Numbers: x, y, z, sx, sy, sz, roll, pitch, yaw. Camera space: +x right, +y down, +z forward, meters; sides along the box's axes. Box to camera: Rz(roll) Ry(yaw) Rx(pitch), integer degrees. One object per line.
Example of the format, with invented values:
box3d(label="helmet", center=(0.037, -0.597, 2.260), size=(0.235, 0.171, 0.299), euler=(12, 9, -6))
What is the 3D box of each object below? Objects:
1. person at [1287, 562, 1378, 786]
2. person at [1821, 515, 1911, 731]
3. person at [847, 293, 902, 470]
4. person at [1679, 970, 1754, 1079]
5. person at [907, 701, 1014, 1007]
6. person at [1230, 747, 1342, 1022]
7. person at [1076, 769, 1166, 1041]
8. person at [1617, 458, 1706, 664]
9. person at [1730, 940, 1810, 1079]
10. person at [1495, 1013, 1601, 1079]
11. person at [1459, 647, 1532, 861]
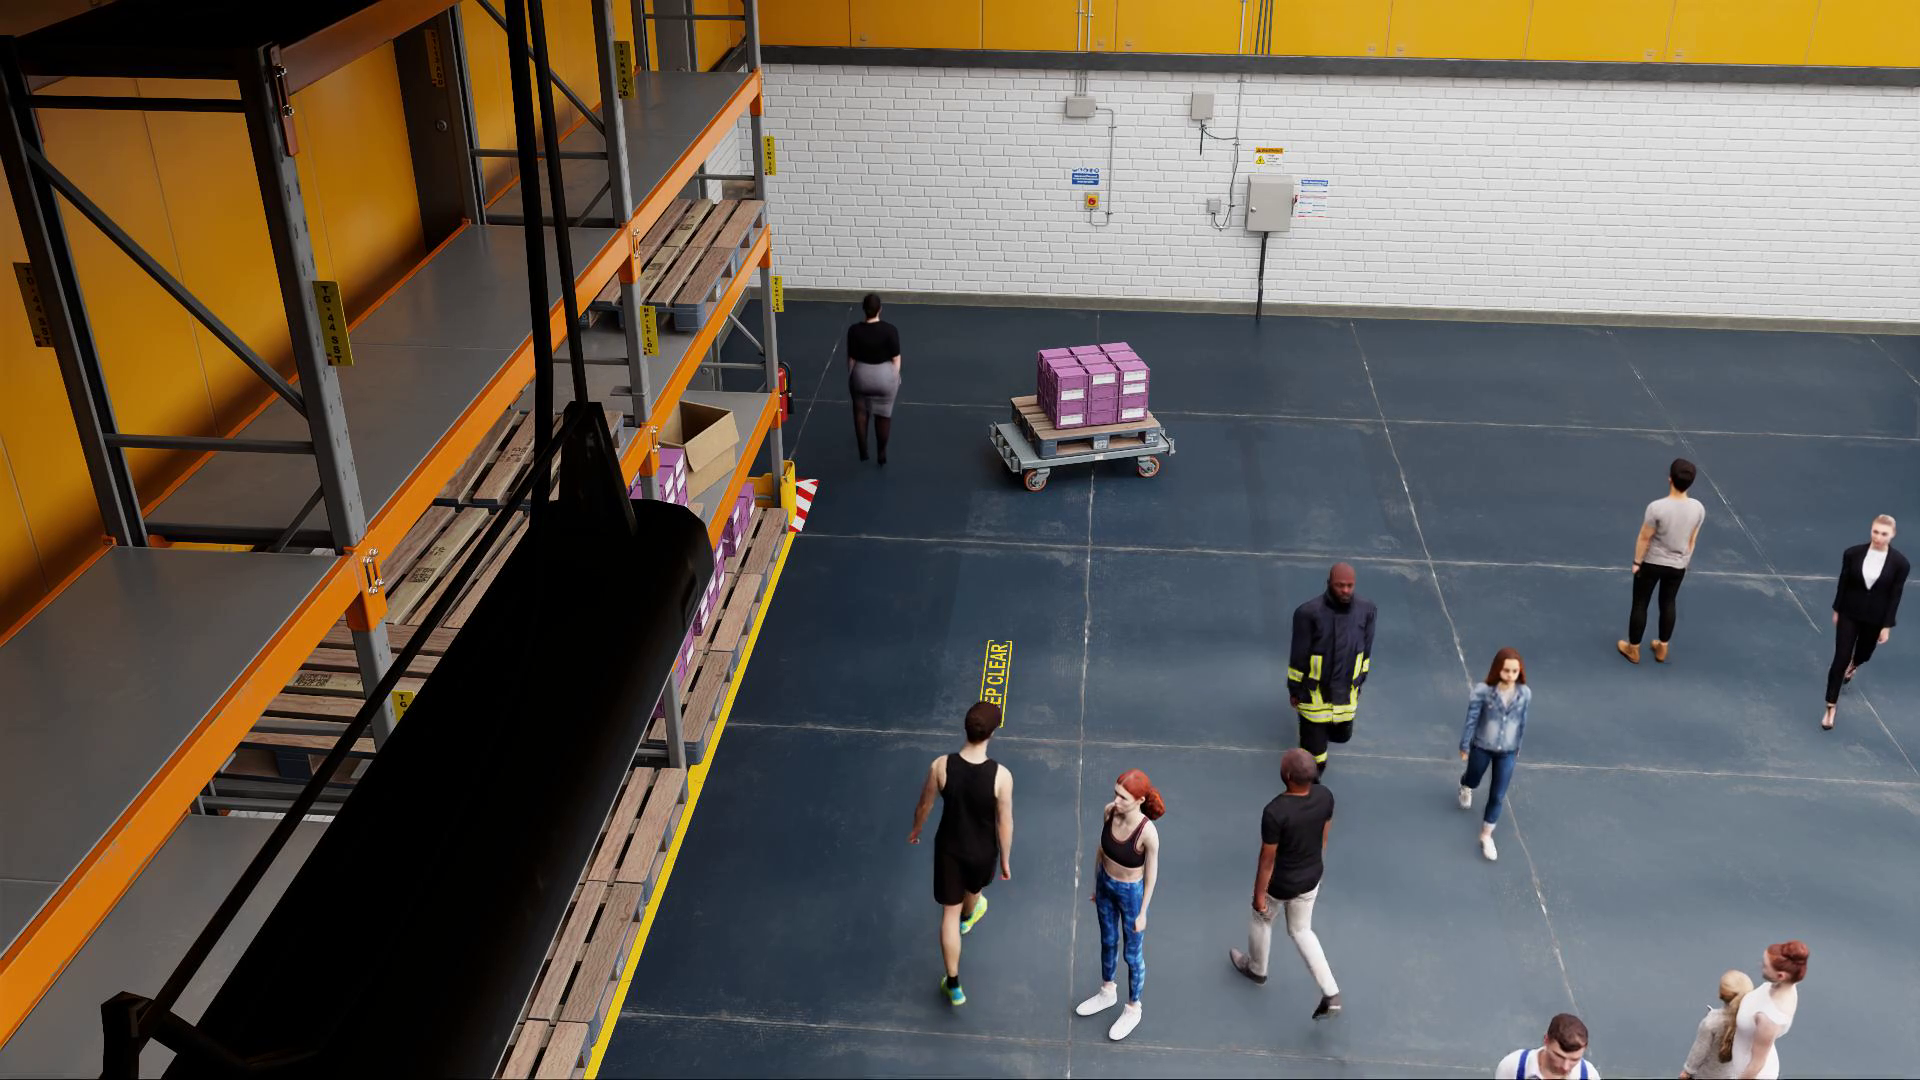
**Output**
box3d(label="person", center=(2.515, 0.893, 11.508), size=(0.799, 1.806, 0.960), euler=(-1, 29, -2))
box3d(label="person", center=(6.665, 0.565, 12.252), size=(0.918, 1.668, 1.169), euler=(16, 33, 27))
box3d(label="person", center=(-0.824, -1.473, 15.905), size=(0.657, 1.748, 0.678), euler=(3, 29, 5))
box3d(label="person", center=(3.936, 2.753, 8.651), size=(0.566, 1.277, 0.590), euler=(-5, 29, -10))
box3d(label="person", center=(0.026, 1.862, 9.701), size=(0.844, 1.835, 1.195), euler=(2, 29, 5))
box3d(label="person", center=(1.928, 2.002, 9.503), size=(1.033, 1.779, 1.200), euler=(-15, 32, -25))
box3d(label="person", center=(0.922, 2.041, 9.425), size=(0.750, 1.785, 0.692), euler=(-23, 36, -36))
box3d(label="person", center=(5.461, 0.172, 12.921), size=(0.599, 1.717, 0.519), euler=(1, 29, 2))
box3d(label="person", center=(3.937, 2.670, 8.255), size=(0.693, 1.801, 0.562), euler=(17, 33, 28))
box3d(label="person", center=(2.699, 2.860, 7.883), size=(0.779, 1.823, 1.215), euler=(8, 30, 14))
box3d(label="person", center=(3.527, 1.339, 11.058), size=(0.590, 1.454, 0.939), euler=(1, 29, 2))
